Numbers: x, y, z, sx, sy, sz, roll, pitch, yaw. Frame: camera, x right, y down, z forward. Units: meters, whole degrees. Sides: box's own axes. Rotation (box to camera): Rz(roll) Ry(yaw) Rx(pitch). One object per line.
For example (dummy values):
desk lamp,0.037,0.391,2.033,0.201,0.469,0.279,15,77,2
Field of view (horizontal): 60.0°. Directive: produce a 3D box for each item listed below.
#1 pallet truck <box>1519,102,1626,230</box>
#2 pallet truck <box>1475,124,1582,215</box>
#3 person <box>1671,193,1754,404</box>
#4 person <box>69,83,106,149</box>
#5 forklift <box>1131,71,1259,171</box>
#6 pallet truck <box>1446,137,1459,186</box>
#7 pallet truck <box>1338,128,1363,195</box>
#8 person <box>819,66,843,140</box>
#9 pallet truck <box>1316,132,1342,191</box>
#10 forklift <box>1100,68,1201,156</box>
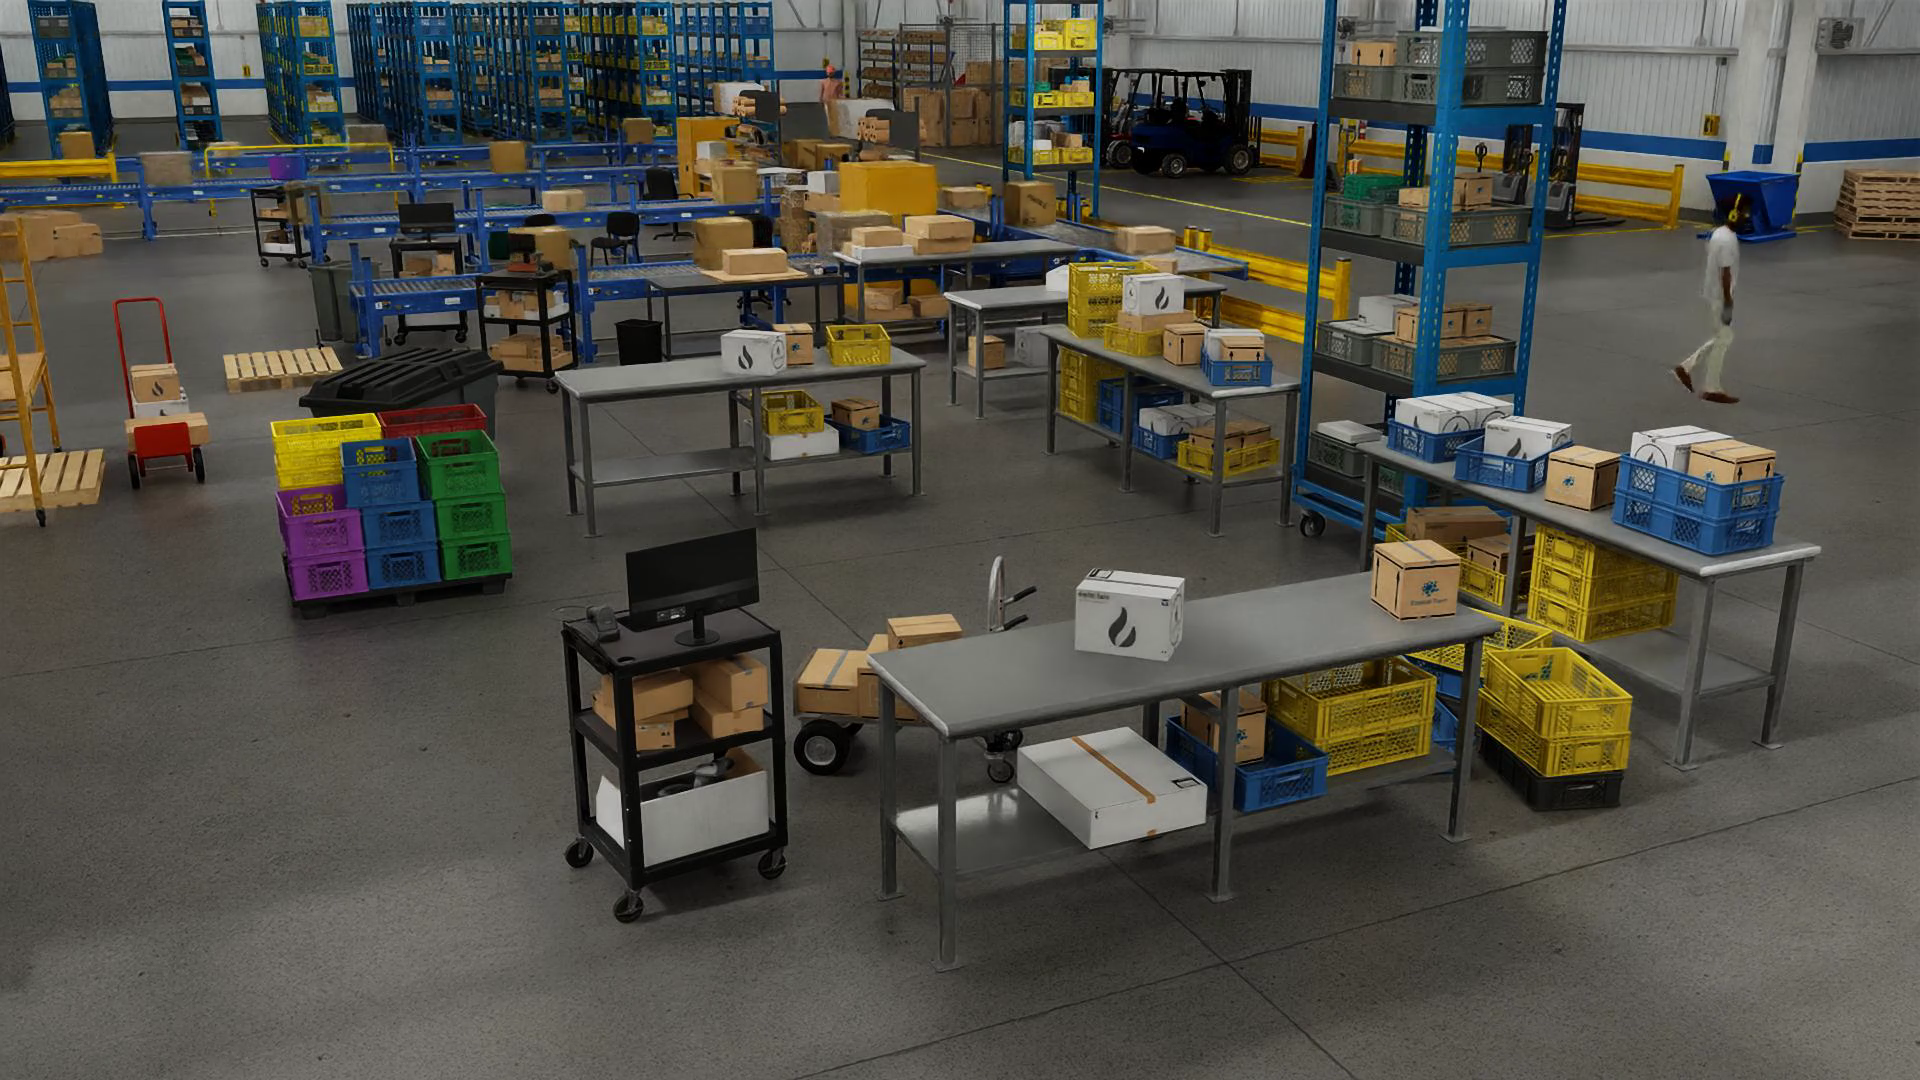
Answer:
pallet truck,9.972,-6.037,26.785,1.885,1.965,0.823,-9,20,-25
pallet truck,9.707,-6.455,28.103,1.885,1.965,0.823,-7,19,-20
person,6.709,-2.126,14.688,0.480,1.856,0.558,5,18,15
person,-22.054,-10.582,41.512,1.035,1.766,0.606,2,18,5
forklift,4.998,-8.936,35.413,2.680,1.987,1.157,-9,20,-25
pallet truck,9.184,-6.485,29.328,1.630,1.274,0.653,-8,19,-23
pallet truck,7.845,-7.140,31.411,1.522,1.261,0.704,-9,20,-25
person,-3.546,-11.932,45.416,0.623,1.959,0.893,2,18,6
pallet truck,7.723,-7.504,32.656,1.601,1.201,0.680,-8,19,-23
forklift,4.082,-9.564,37.410,2.680,1.987,1.157,-8,19,-23
